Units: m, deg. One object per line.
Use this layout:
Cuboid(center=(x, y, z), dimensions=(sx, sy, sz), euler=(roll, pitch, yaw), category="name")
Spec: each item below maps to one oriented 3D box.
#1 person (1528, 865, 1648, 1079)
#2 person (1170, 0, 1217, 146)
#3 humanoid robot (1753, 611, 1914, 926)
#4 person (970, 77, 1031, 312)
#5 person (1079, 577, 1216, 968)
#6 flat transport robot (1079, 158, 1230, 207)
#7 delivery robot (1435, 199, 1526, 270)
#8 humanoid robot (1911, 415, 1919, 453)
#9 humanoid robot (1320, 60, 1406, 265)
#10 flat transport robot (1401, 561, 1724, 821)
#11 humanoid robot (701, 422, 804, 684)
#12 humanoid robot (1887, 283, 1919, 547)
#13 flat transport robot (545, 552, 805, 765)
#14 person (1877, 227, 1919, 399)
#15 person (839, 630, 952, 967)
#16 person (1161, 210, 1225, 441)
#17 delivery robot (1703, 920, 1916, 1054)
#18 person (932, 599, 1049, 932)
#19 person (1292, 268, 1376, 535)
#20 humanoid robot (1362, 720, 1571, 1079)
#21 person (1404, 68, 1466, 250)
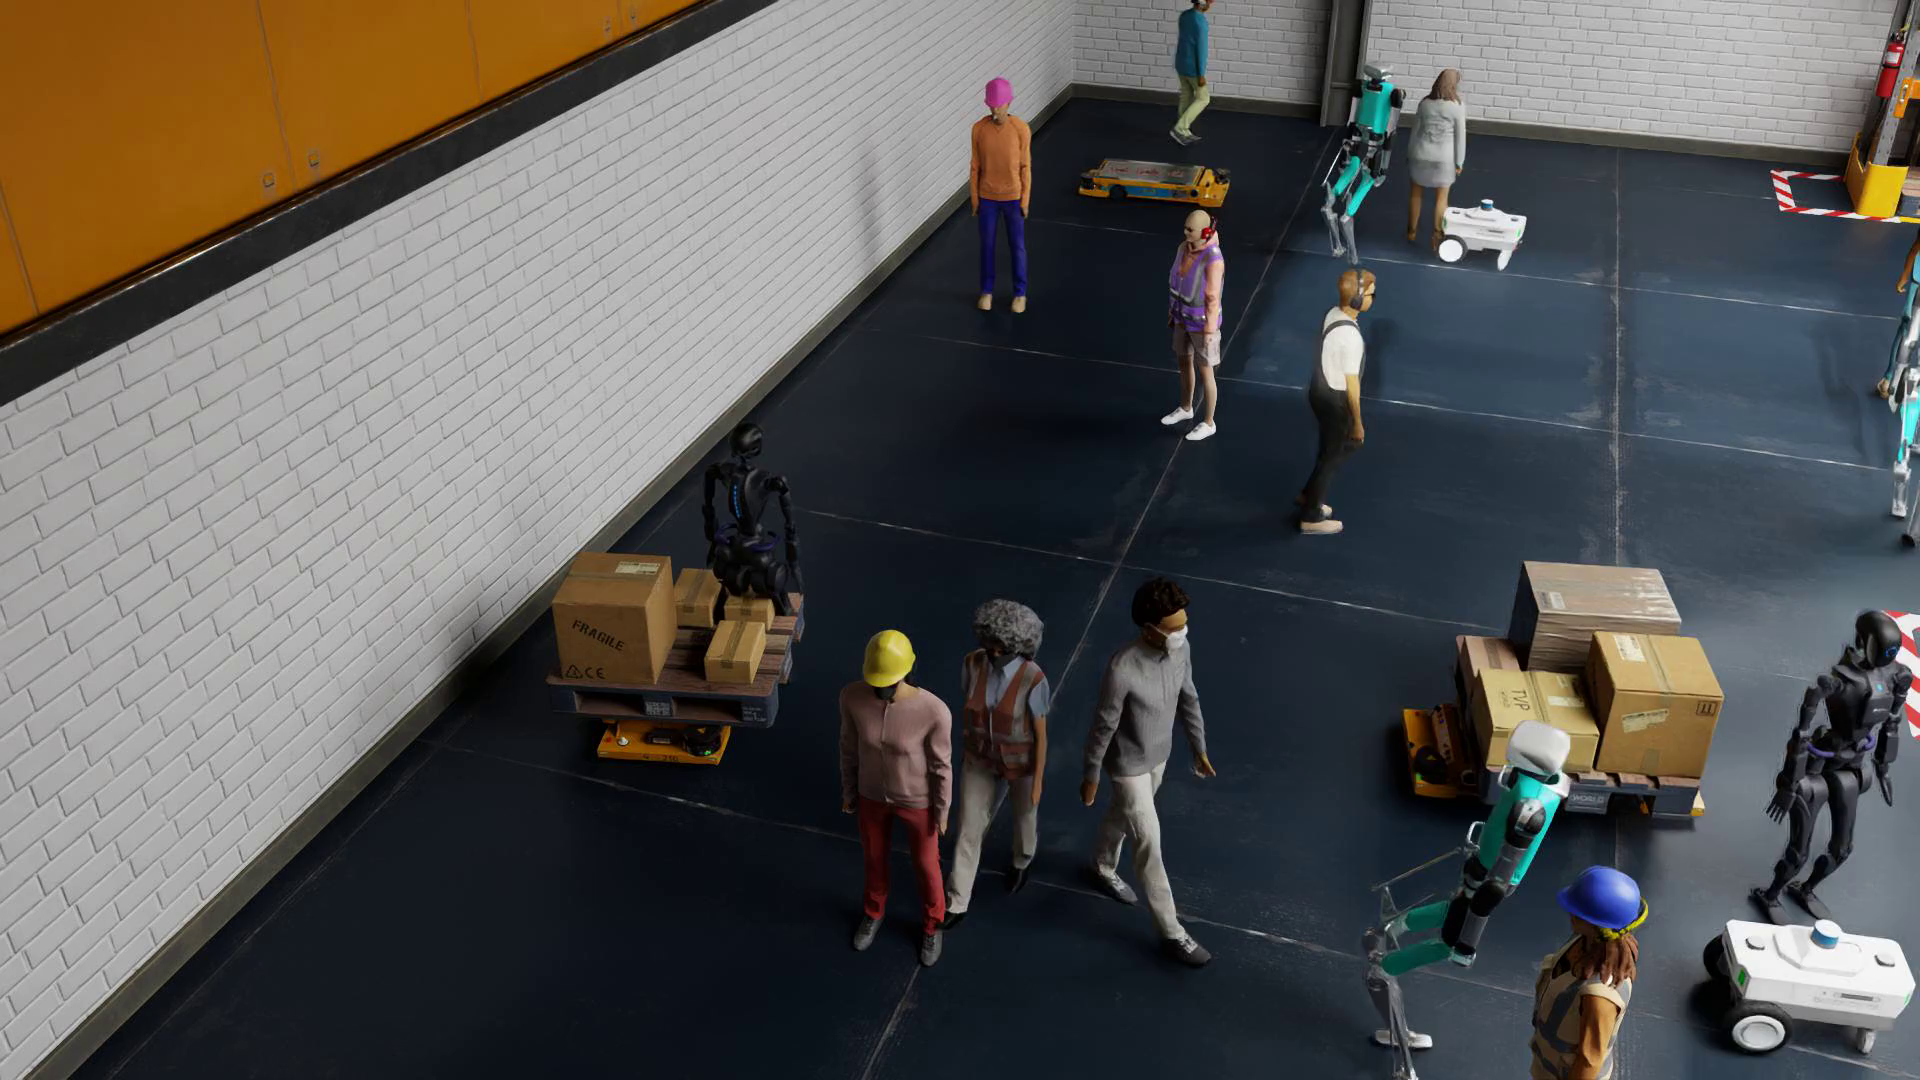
Cuboid(center=(2.161, 1.867, 5.959), dimensions=(0.306, 1.778, 0.462), euler=(7, 31, 11), category="person")
Cuboid(center=(2.496, -5.084, 17.821), dimensions=(0.422, 1.736, 0.594), euler=(-12, 33, -20), category="person")
Cuboid(center=(3.924, 1.040, 7.459), dimensions=(0.587, 1.645, 0.337), euler=(-8, 31, -13), category="humanoid robot")
Cuboid(center=(0.332, -2.857, 13.810), dimensions=(0.516, 1.975, 0.403), euler=(5, 31, 8), category="person")
Cuboid(center=(0.887, 1.008, 7.344), dimensions=(0.576, 1.855, 0.943), euler=(-27, 40, -37), category="person")
Cuboid(center=(1.961, -3.594, 16.740), dimensions=(1.431, 0.231, 0.659), euler=(8, 31, 13), category="flat transport robot")
Cuboid(center=(4.700, -2.780, 15.092), dimensions=(0.785, 0.614, 0.521), euler=(12, 32, 19), category="delivery robot")
Cuboid(center=(7.025, -1.343, 11.488), dimensions=(0.567, 1.783, 0.883), euler=(27, 40, 37), category="humanoid robot")
Cuboid(center=(3.493, -3.299, 14.841), dimensions=(0.753, 1.835, 0.532), euler=(-23, 37, -33), category="humanoid robot")
Cuboid(center=(3.084, 1.124, 8.713), dimensions=(1.431, 0.231, 0.659), euler=(4, 31, 6), category="flat transport robot")
Cuboid(center=(-1.157, 0.097, 9.073), dimensions=(0.601, 1.652, 0.378), euler=(10, 32, 17), category="humanoid robot")
Cuboid(center=(6.198, -0.816, 10.627), dimensions=(0.530, 1.826, 0.931), euler=(15, 34, 24), category="humanoid robot")
Cuboid(center=(-1.527, 0.750, 9.350), dimensions=(0.659, 0.231, 1.431), euler=(3, 31, 5), category="flat transport robot")
Cuboid(center=(7.226, -1.893, 12.269), dimensions=(0.538, 1.865, 0.374), euler=(16, 34, 25), category="person")
Cuboid(center=(-0.283, 1.126, 7.243), dimensions=(0.520, 1.759, 0.347), euler=(10, 32, 16), category="person")
Cuboid(center=(1.671, -1.538, 11.845), dimensions=(0.352, 1.685, 0.485), euler=(-16, 34, -26), category="person")
Cuboid(center=(3.616, 1.884, 7.155), dimensions=(0.783, 0.612, 0.523), euler=(6, 31, 9), category="delivery robot")
Cuboid(center=(0.162, 1.034, 7.481), dimensions=(0.449, 1.644, 0.751), euler=(12, 32, 19), category="person")
Cuboid(center=(2.406, -0.841, 10.523), dimensions=(0.430, 1.830, 0.516), euler=(0, 30, 0), category="person")
Cuboid(center=(1.931, 1.444, 6.728), dimensions=(0.781, 1.767, 0.557), euler=(14, 33, 22), category="humanoid robot")
Cuboid(center=(4.311, -3.445, 15.133), dimensions=(0.515, 1.641, 0.597), euler=(10, 32, 16), category="person")
